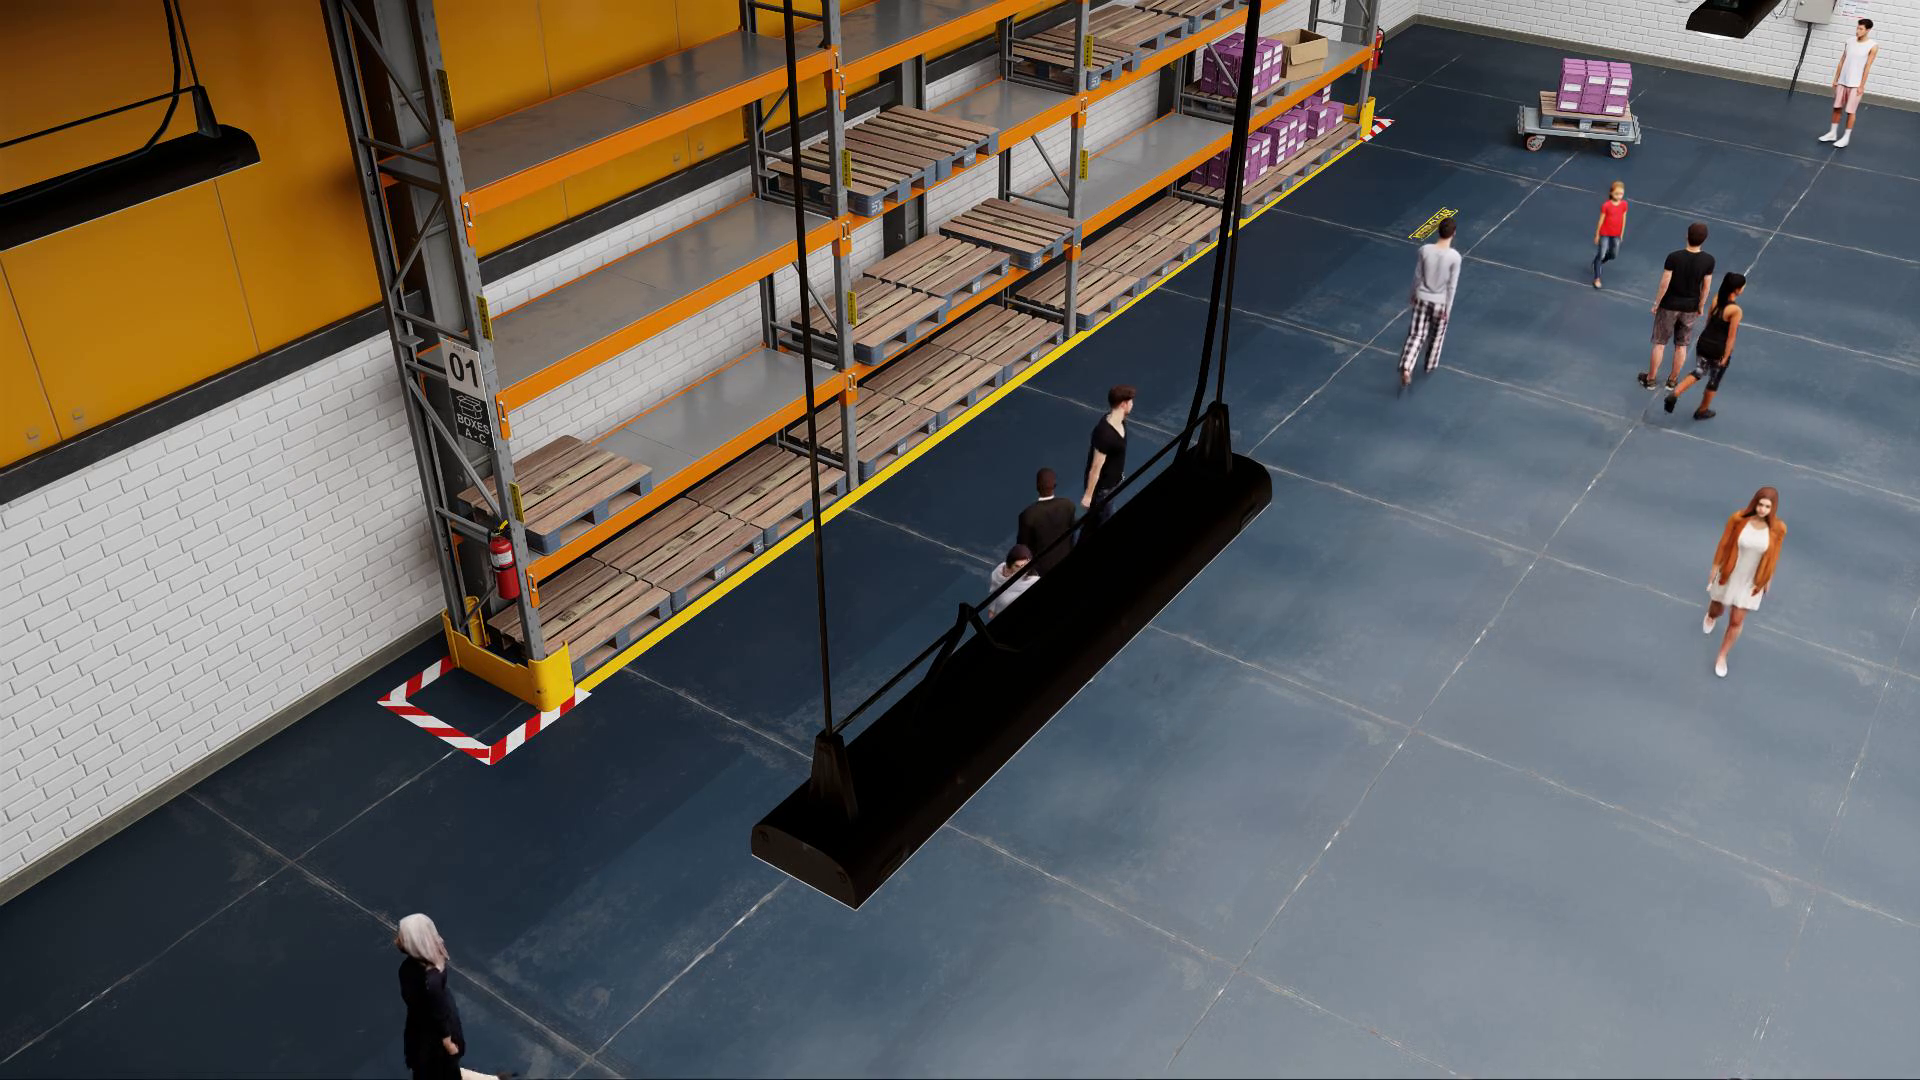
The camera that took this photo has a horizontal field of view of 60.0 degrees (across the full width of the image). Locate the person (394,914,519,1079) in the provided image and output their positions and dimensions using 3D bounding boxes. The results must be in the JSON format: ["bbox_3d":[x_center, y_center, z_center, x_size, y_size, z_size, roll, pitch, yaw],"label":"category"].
[{"bbox_3d":[-2.946,2.786,9.607,0.944,1.733,0.844,-13,36,-18],"label":"person"}]

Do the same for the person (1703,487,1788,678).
[{"bbox_3d":[6.315,0.257,13.438,0.716,1.705,0.939,13,36,19],"label":"person"}]

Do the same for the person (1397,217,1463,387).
[{"bbox_3d":[4.916,-2.463,17.428,0.672,1.817,1.080,18,38,25],"label":"person"}]

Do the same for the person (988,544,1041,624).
[{"bbox_3d":[0.465,0.634,12.961,0.684,1.604,0.644,15,36,21],"label":"person"}]

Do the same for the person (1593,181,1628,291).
[{"bbox_3d":[7.651,-3.634,19.660,0.666,1.296,0.741,-1,34,-2],"label":"person"}]

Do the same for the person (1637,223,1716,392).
[{"bbox_3d":[7.493,-2.433,17.343,0.769,1.861,0.749,5,34,8],"label":"person"}]

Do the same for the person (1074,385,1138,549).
[{"bbox_3d":[1.154,-0.466,14.389,0.897,1.856,0.816,13,36,19],"label":"person"}]

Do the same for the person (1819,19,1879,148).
[{"bbox_3d":[12.617,-6.469,23.491,0.738,1.778,0.740,-17,37,-23],"label":"person"}]

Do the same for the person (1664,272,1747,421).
[{"bbox_3d":[7.545,-1.934,16.782,0.977,1.651,0.854,-12,36,-18],"label":"person"}]

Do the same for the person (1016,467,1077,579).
[{"bbox_3d":[0.760,0.275,13.343,1.026,1.779,1.025,-18,37,-24],"label":"person"}]
